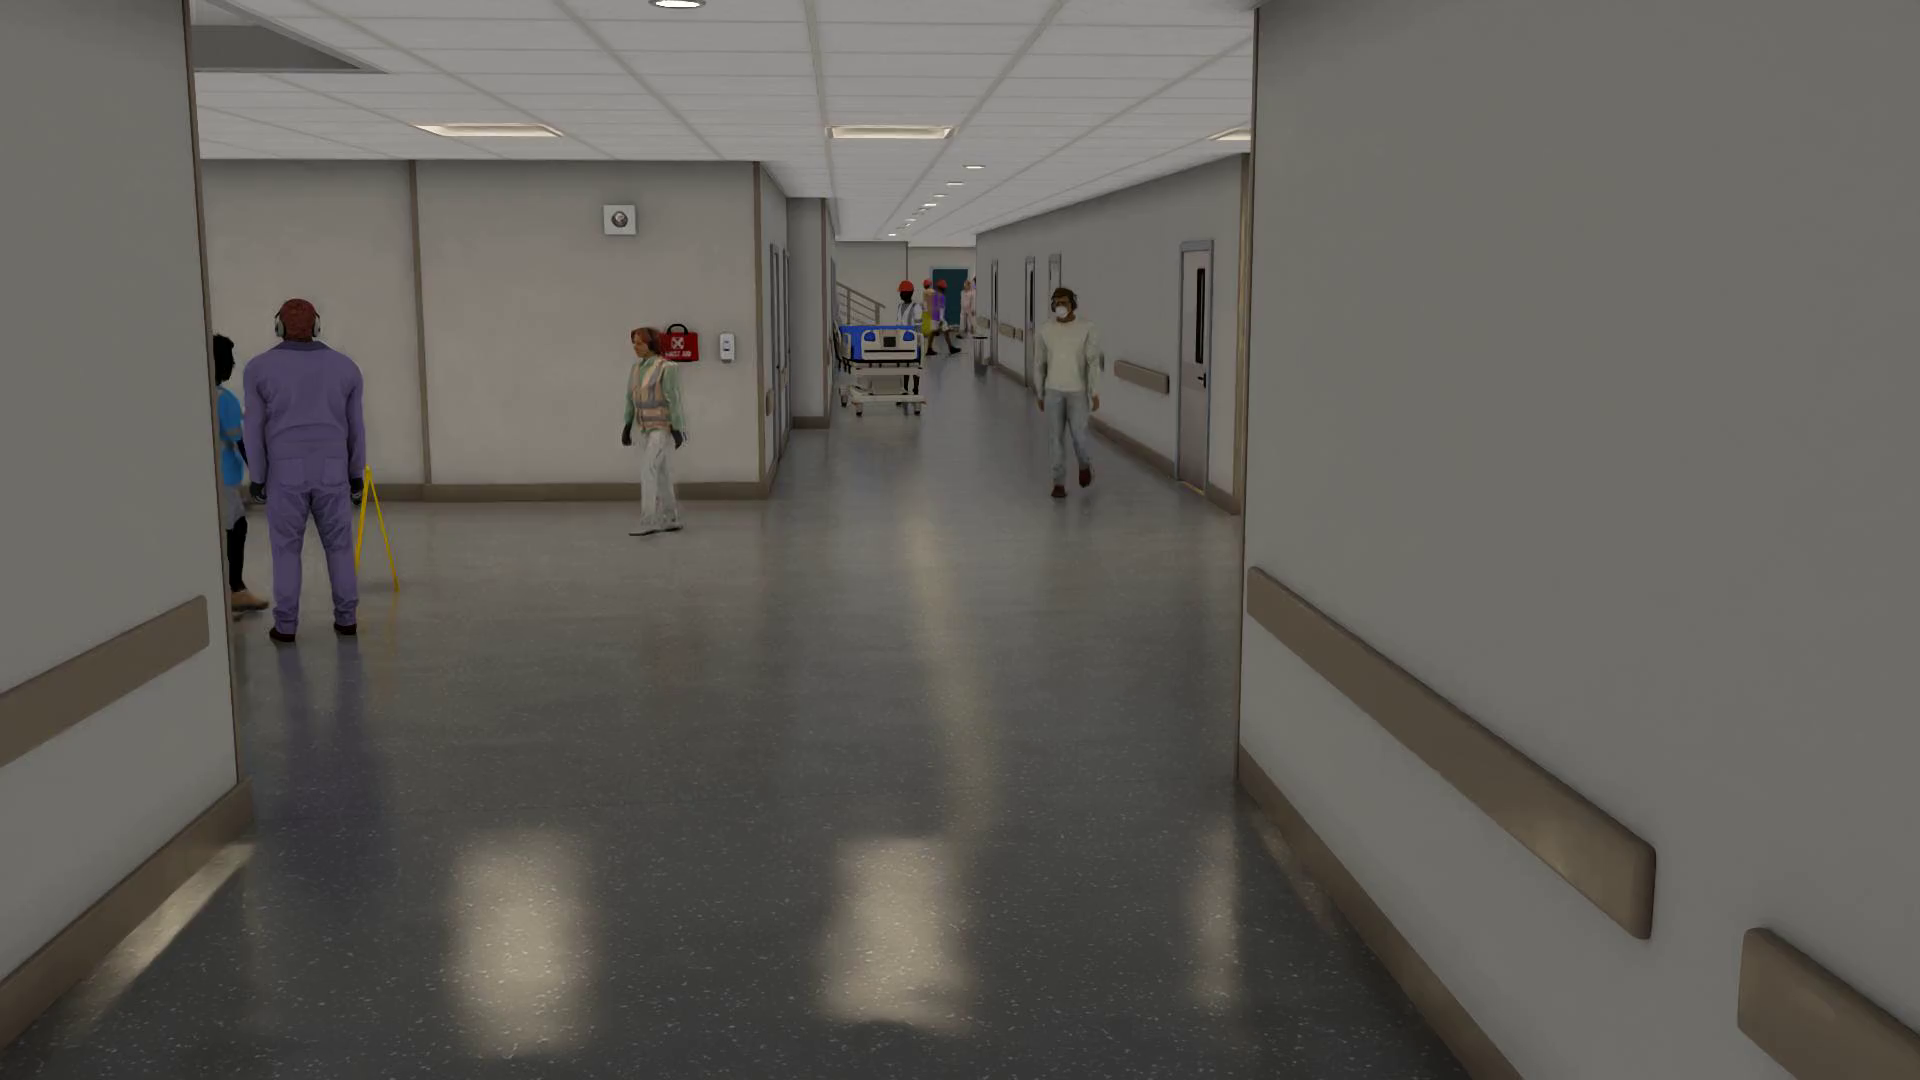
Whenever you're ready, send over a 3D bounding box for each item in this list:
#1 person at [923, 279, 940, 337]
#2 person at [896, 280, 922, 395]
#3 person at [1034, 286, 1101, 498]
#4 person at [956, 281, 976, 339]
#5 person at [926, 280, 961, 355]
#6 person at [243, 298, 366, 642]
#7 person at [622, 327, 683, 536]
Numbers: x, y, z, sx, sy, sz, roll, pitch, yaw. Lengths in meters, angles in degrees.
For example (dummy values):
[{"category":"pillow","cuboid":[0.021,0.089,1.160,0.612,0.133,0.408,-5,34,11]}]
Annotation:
[{"category":"person","cuboid":[-1.038,-7.651,54.866,0.546,1.906,0.848,-9,12,-43]},{"category":"person","cuboid":[-0.848,-3.204,26.796,0.375,1.939,0.546,-8,12,-41]},{"category":"person","cuboid":[0.989,-1.355,15.228,0.642,1.924,0.565,3,9,16]},{"category":"person","cuboid":[0.261,-7.349,53.121,0.655,1.857,1.053,6,11,35]},{"category":"person","cuboid":[-0.442,-5.633,42.166,0.971,1.885,0.569,-5,10,-29]},{"category":"person","cuboid":[-3.650,-0.392,9.289,0.644,1.899,0.397,-6,11,-35]},{"category":"person","cuboid":[-2.452,-0.834,12.900,0.680,1.611,0.550,-9,12,-43]}]
